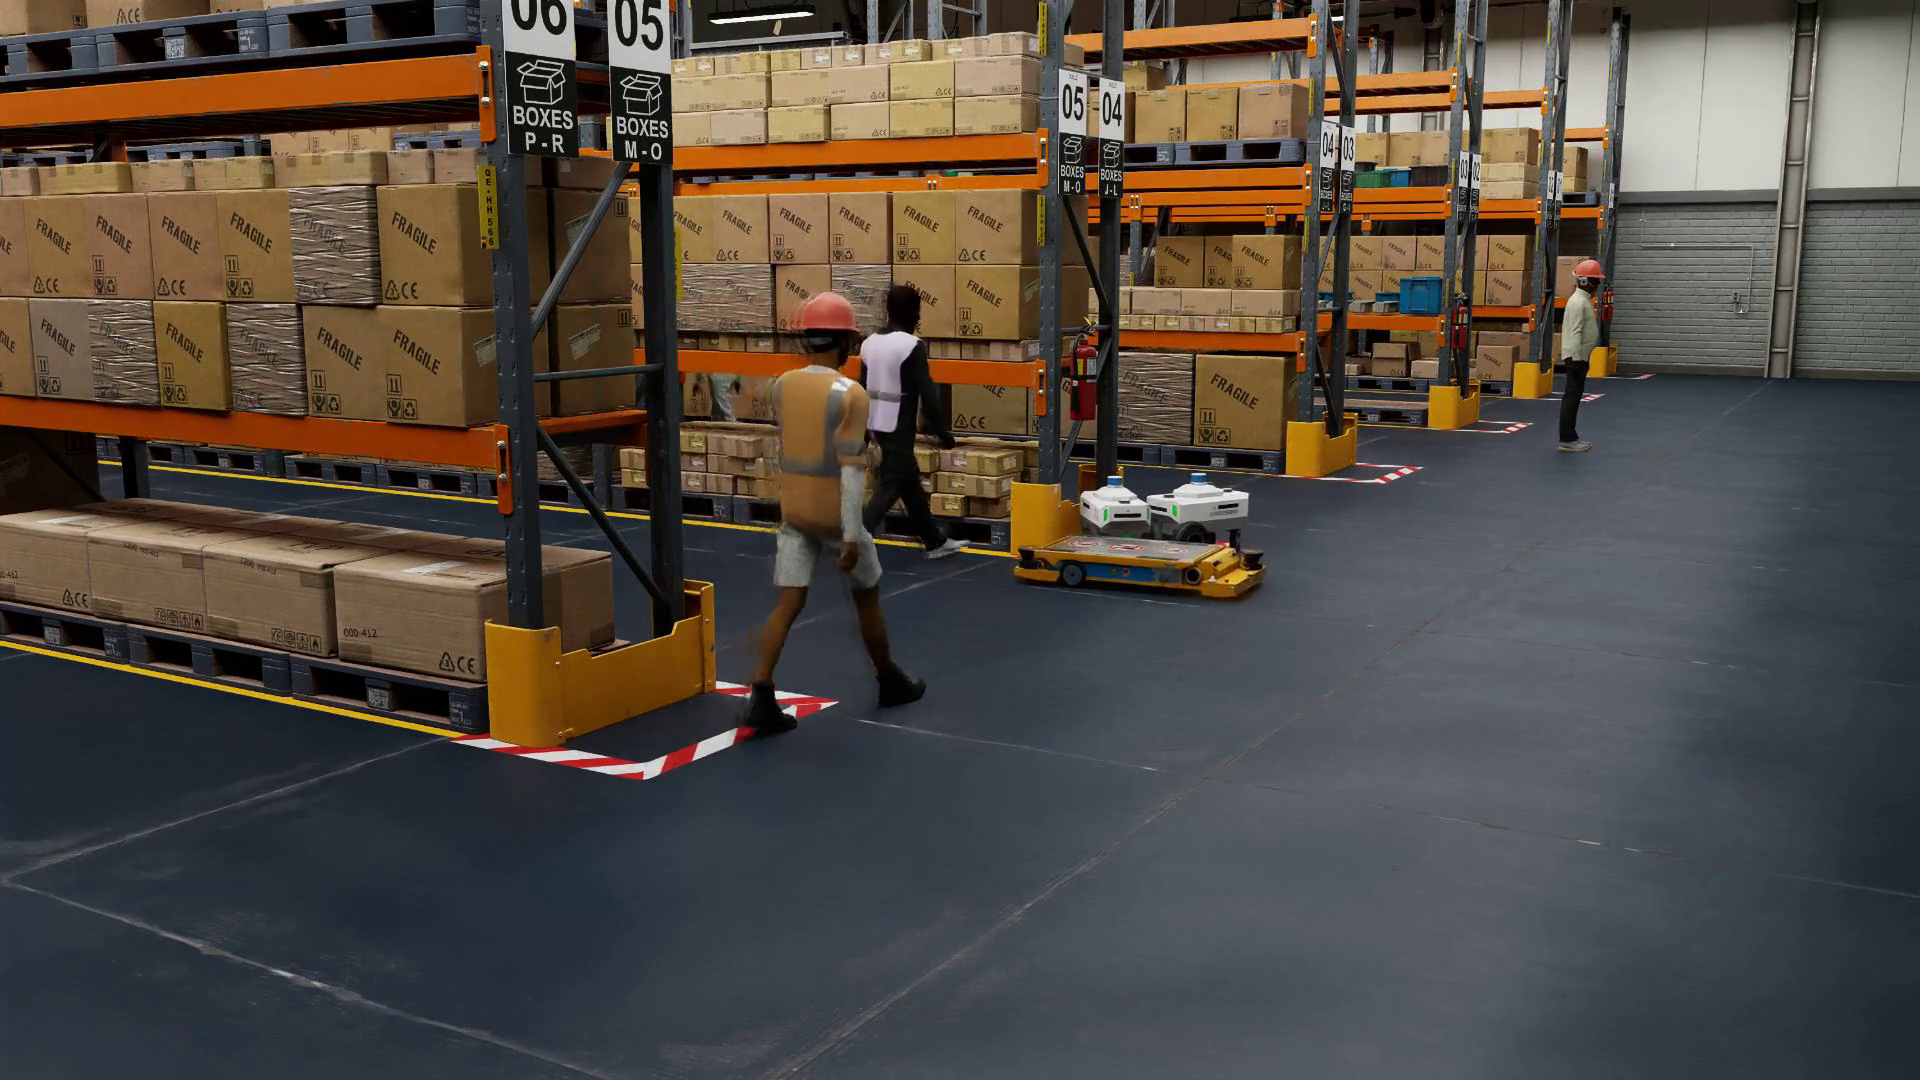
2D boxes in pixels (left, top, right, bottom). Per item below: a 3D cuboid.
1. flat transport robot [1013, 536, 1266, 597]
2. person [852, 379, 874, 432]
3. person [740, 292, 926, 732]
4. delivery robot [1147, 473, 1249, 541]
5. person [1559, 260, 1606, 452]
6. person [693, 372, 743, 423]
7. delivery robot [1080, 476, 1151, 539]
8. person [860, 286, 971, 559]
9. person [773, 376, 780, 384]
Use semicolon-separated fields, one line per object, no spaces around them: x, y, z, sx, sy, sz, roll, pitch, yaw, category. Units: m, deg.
1.115;0.144;10.317;1.431;0.197;0.652;5;11;26;flat transport robot
-0.953;-1.693;16.409;0.669;1.871;0.888;-6;11;-30;person
-0.588;-0.127;7.210;0.543;1.882;1.026;6;12;32;person
1.618;-0.211;11.290;0.707;0.478;0.477;-6;12;-32;delivery robot
6.484;-1.918;17.370;0.402;1.988;0.613;5;11;25;person
-2.283;-1.568;16.136;0.865;1.705;0.489;6;12;33;person
1.037;-0.188;11.154;0.477;0.478;0.707;-1;10;-9;delivery robot
-0.374;-0.714;10.779;1.070;1.846;0.581;-6;12;-33;person
-1.619;-1.660;16.769;0.555;1.662;0.431;-3;10;-16;person
